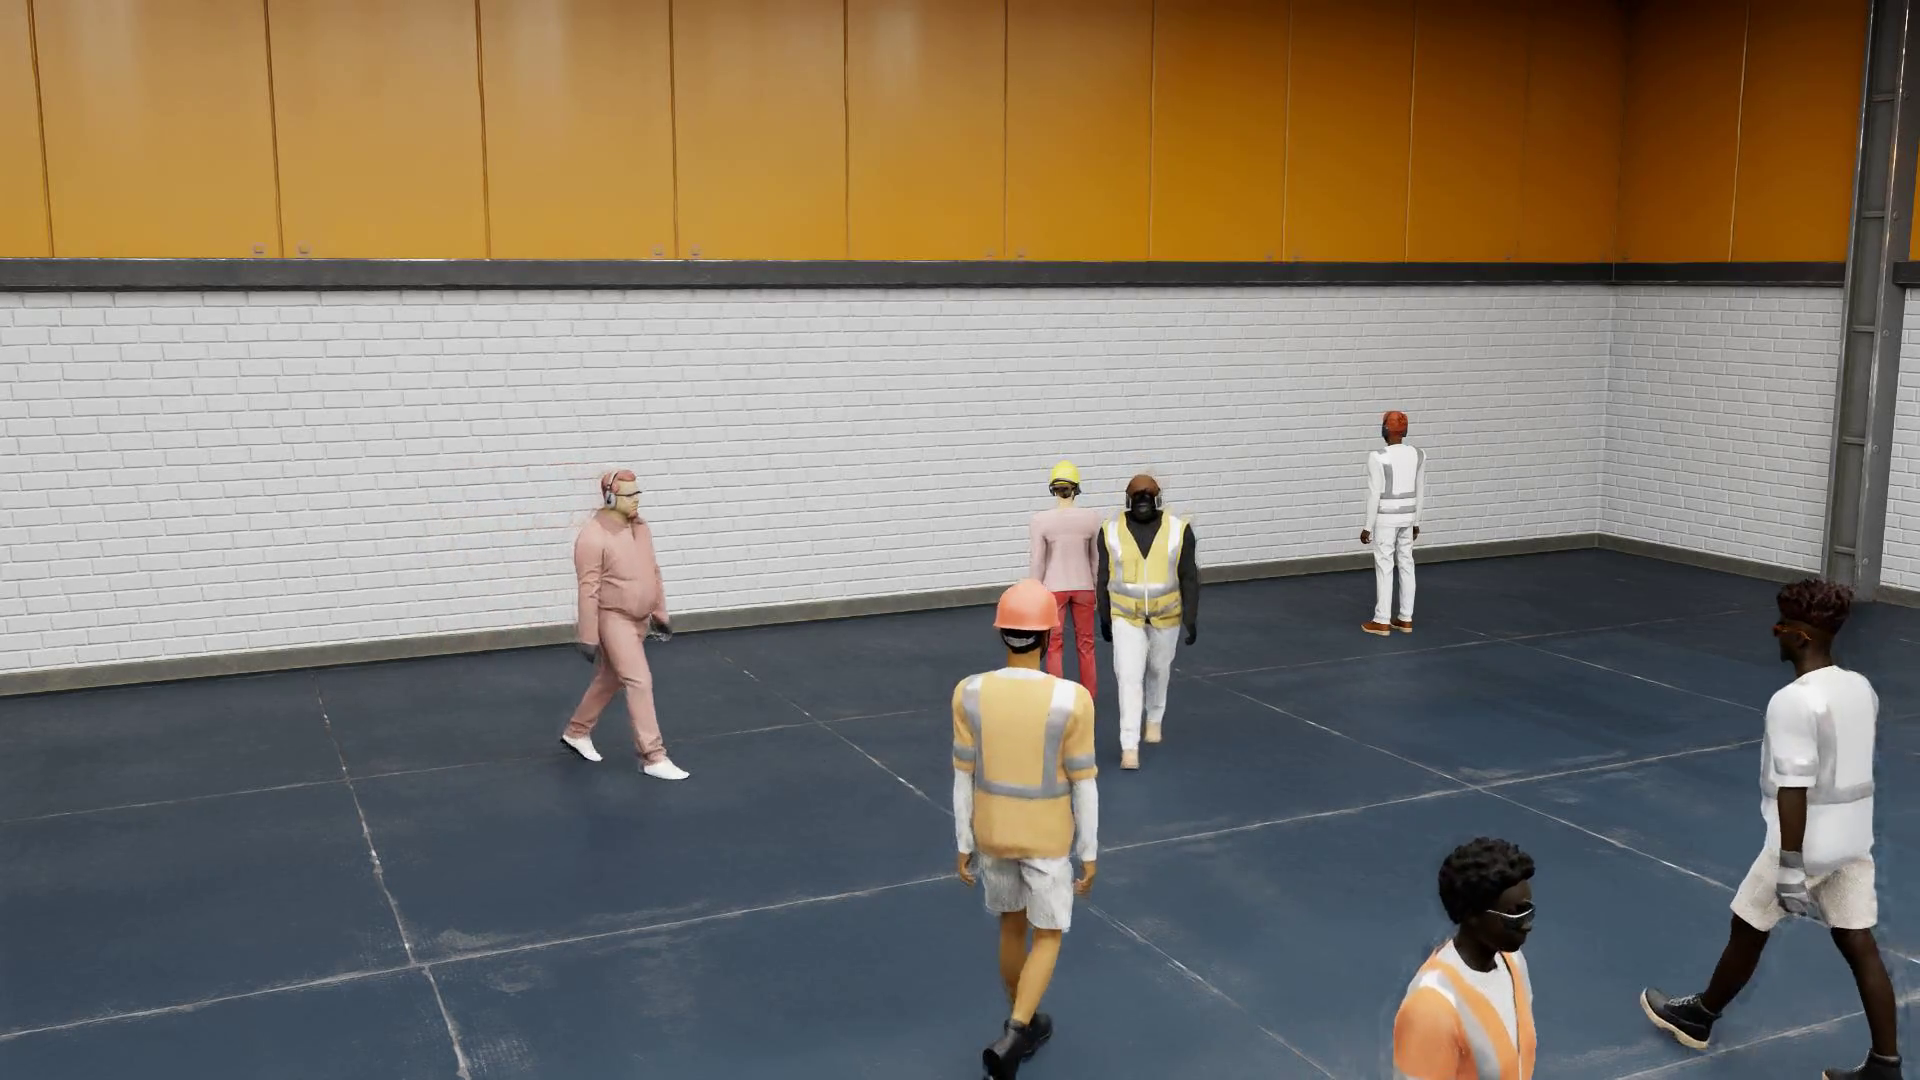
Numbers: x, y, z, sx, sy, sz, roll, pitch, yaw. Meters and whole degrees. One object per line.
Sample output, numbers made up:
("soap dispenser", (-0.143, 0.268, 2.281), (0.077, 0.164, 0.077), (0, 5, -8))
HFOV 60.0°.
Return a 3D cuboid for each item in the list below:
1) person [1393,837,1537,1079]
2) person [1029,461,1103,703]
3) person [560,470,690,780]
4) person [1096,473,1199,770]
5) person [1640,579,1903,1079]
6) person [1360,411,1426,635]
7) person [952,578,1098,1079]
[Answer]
("person", (1.255, 1.540, 4.089), (0.371, 1.682, 0.552), (7, 11, 36))
("person", (0.713, 0.349, 11.266), (0.526, 1.765, 0.329), (-2, 9, -11))
("person", (-2.080, 0.490, 10.108), (0.970, 1.868, 0.652), (3, 10, 19))
("person", (1.169, 0.467, 10.436), (0.628, 1.799, 0.955), (1, 9, 5))
("person", (3.135, 1.090, 6.217), (0.620, 1.905, 1.011), (-6, 11, -31))
("person", (3.620, -0.141, 13.932), (0.573, 1.883, 0.354), (-4, 10, -23))
("person", (0.222, 1.100, 6.150), (0.556, 1.915, 0.812), (3, 10, 19))
